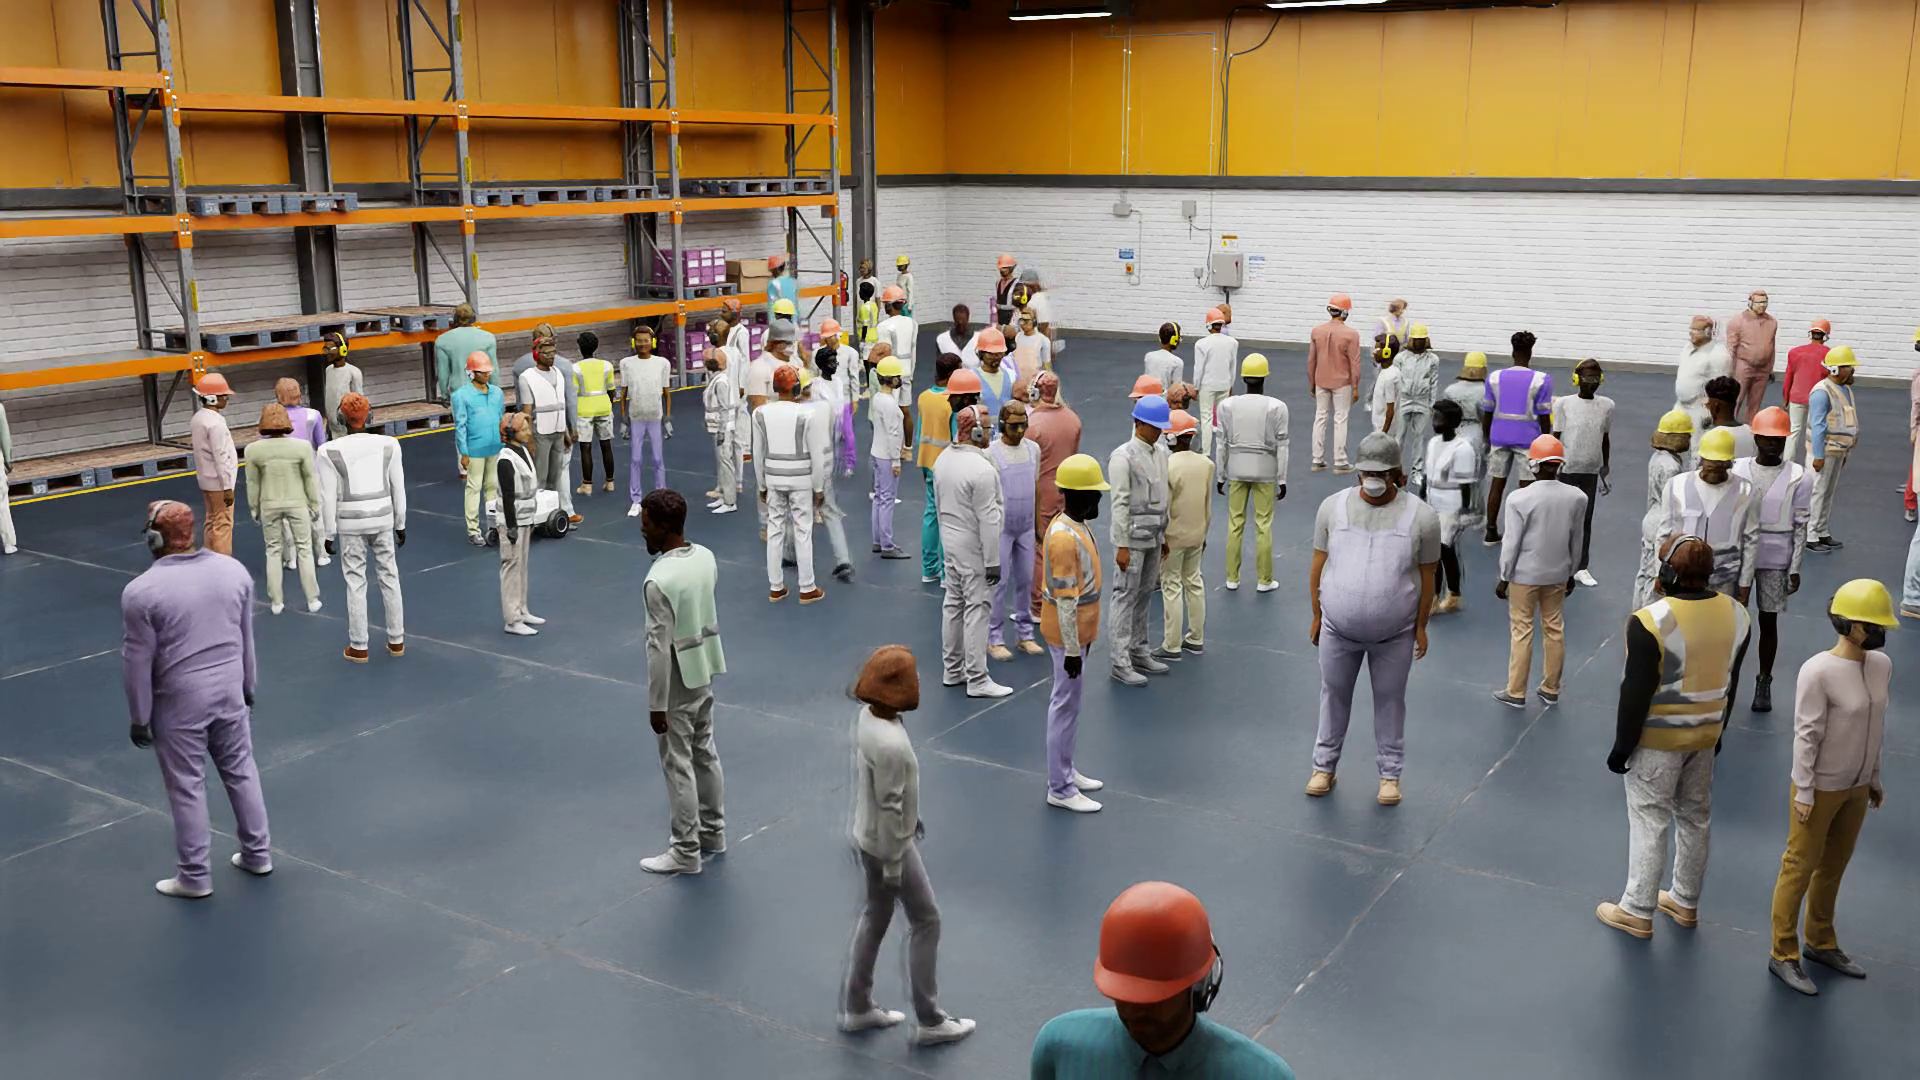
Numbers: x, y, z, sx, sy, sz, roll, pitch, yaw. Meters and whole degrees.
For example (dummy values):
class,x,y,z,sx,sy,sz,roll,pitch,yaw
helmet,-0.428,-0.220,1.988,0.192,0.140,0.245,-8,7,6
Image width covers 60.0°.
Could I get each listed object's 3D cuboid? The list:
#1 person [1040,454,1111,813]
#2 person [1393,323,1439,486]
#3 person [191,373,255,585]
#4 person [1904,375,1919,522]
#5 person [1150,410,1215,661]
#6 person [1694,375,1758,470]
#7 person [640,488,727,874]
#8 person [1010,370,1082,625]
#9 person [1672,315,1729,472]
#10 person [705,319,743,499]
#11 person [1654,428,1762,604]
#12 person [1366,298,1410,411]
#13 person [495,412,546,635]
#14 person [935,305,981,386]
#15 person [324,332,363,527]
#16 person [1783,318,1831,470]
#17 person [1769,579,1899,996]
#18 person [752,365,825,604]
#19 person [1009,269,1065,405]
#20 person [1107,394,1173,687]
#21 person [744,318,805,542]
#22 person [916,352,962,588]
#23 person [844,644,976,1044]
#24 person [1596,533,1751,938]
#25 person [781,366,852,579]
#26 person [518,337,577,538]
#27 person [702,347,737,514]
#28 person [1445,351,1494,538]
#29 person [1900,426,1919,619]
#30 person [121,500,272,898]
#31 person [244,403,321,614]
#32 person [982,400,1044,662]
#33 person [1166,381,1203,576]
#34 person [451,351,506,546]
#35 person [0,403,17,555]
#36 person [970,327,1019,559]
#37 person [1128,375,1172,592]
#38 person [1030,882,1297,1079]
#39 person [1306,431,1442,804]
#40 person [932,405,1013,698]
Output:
class,x,y,z,sx,sy,sz,roll,pitch,yaw
person,0.615,0.488,8.935,0.362,1.928,0.587,2,13,7
person,4.825,-1.435,17.679,0.484,1.745,0.307,1,13,3
person,-6.019,-0.486,13.542,0.339,1.749,0.573,-10,17,-38
person,9.371,-1.040,15.923,0.522,1.768,0.312,2,13,7
person,1.511,-0.037,11.595,0.573,1.749,0.343,-11,17,-40
person,5.360,-0.183,11.777,0.608,1.959,0.382,-10,16,-36
person,-1.354,0.690,8.113,0.392,1.910,0.588,4,14,16
person,0.614,-0.319,12.483,0.408,1.909,0.638,11,17,41
person,7.480,-1.350,16.979,0.435,1.890,0.677,-3,13,-12
person,-2.429,-1.336,17.027,0.345,1.847,0.504,6,14,23
person,4.675,0.193,10.448,0.594,1.825,0.403,6,14,26
person,5.780,-2.464,22.424,0.547,1.613,0.685,-4,13,-15
person,-3.257,-0.130,12.245,0.315,1.641,0.515,0,13,0
person,0.031,-1.671,18.439,0.612,1.863,0.993,0,13,1
person,-5.778,-1.013,15.572,0.508,1.872,0.328,8,15,31
person,9.315,-1.553,18.205,0.574,1.740,0.355,10,16,36
person,3.683,1.021,6.978,0.525,1.770,0.307,-7,15,-27
person,-1.330,-0.430,13.020,0.576,1.882,0.355,4,13,16
person,0.991,-2.706,22.545,1.013,2.000,0.684,-4,13,-15
person,1.208,-0.009,11.069,0.402,1.937,0.604,9,16,34
person,-1.598,-1.007,15.174,0.536,2.000,0.688,10,16,37
person,-0.137,-0.570,13.547,0.371,1.916,0.597,-9,16,-35
person,-0.229,1.191,6.566,0.540,1.613,0.526,-3,13,-14
person,3.169,0.875,7.451,0.622,1.844,0.429,-5,14,-20
person,-1.230,-0.554,13.803,0.610,1.785,0.940,-11,17,-40
person,-3.835,-0.960,15.395,0.377,1.844,0.570,6,14,24
person,-2.360,-1.077,16.366,0.315,1.636,0.515,-3,13,-13
person,4.724,-0.901,15.432,0.494,1.711,0.789,6,14,24
person,7.429,-0.394,12.616,0.386,1.992,0.625,8,15,32
person,-3.648,0.747,7.908,0.409,1.895,0.658,8,15,31
person,-5.182,-0.235,12.743,0.504,1.628,0.279,-3,13,-15
person,0.355,-0.067,11.560,0.515,1.835,0.354,-8,15,-33
person,1.807,-0.499,13.850,0.308,1.639,0.523,-11,17,-40
person,-4.313,-0.837,15.063,0.325,1.752,0.563,8,15,31
person,-8.543,-0.649,14.501,0.515,1.641,0.309,-10,16,-36
person,0.268,-0.803,14.283,0.615,2.041,0.385,-8,15,-31
person,1.503,-0.456,13.411,0.329,1.751,0.571,-5,14,-20
person,0.415,1.674,3.644,0.622,1.992,0.394,4,14,19
person,2.208,0.422,8.974,0.678,2.000,0.537,5,14,20
person,0.091,0.071,10.794,0.408,1.908,0.645,-8,15,-30
